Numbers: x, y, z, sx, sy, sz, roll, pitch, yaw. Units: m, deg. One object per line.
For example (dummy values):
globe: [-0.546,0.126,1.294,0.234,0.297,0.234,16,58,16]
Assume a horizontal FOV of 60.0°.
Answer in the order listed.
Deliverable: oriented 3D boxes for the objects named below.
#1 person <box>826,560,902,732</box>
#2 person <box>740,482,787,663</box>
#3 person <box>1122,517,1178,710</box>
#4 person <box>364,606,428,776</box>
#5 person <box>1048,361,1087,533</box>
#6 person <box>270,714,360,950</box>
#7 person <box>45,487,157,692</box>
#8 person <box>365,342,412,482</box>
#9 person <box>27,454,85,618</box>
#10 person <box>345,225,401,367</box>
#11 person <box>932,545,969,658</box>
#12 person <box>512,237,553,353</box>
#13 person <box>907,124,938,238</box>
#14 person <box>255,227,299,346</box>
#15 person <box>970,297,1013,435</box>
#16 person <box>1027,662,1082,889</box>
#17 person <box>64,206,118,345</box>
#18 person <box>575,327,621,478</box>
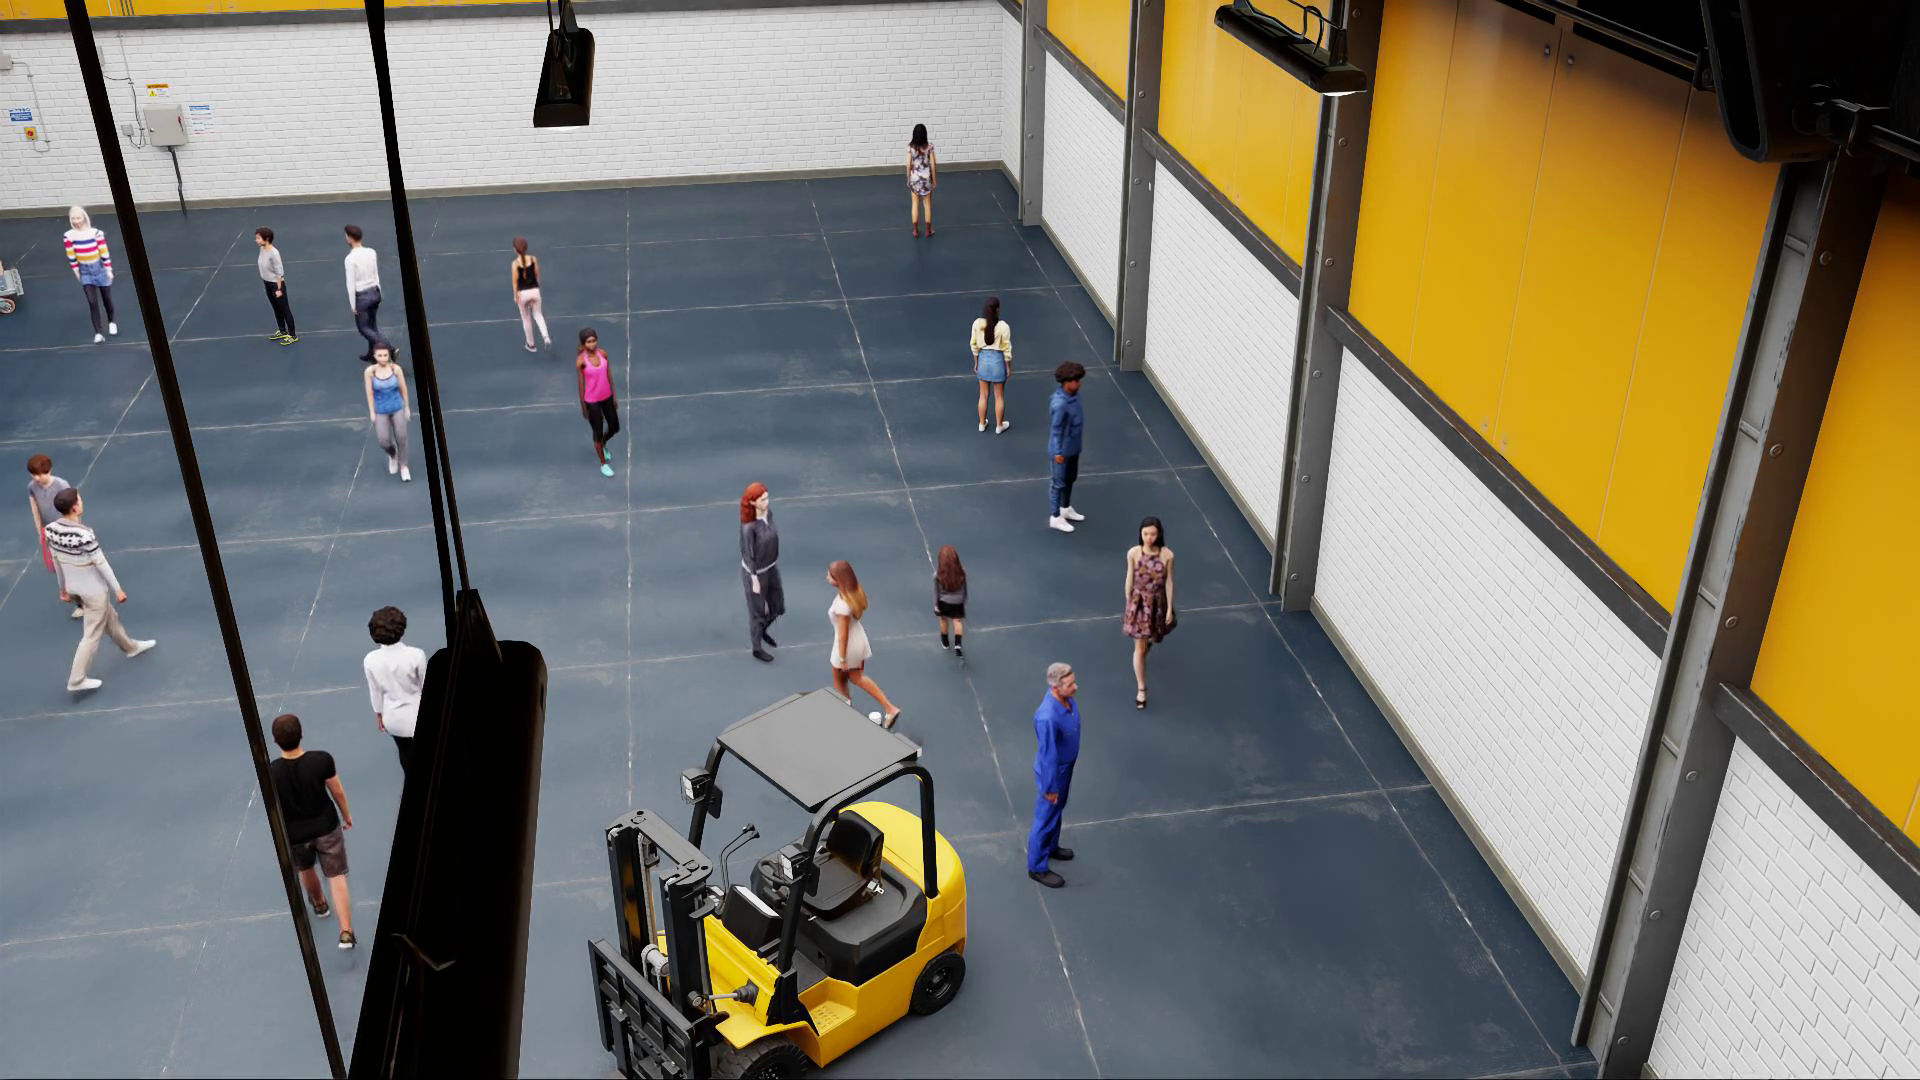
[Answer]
person: [-0.833,0.904,13.767,0.922,1.677,0.973,9,30,16]
person: [-1.848,0.278,14.823,0.762,1.766,0.694,16,33,27]
person: [1.637,0.565,14.315,0.817,1.748,1.113,3,29,6]
person: [-4.280,1.362,12.808,0.631,1.792,0.935,-4,29,-8]
person: [1.074,-0.977,17.085,0.830,1.803,0.758,17,33,28]
person: [-4.478,2.044,11.511,0.879,1.837,1.227,-12,31,-20]
person: [-7.626,0.470,14.422,1.168,1.812,1.315,13,31,23]
person: [-6.210,-1.416,18.103,0.624,1.599,0.670,-10,30,-17]
person: [-8.421,-0.110,15.667,0.702,1.637,0.890,2,29,4]
person: [-7.345,-2.992,20.739,1.115,1.841,1.088,16,33,27]
person: [-0.074,0.557,15.013,0.480,1.093,0.686,-5,29,-8]
person: [-5.483,-3.119,21.266,0.726,1.558,0.859,-20,34,-32]
person: [-0.600,-5.504,25.457,0.648,1.732,0.583,2,29,4]
person: [-8.919,-3.337,21.671,0.595,1.553,0.679,24,37,36]
person: [0.365,-2.019,19.172,0.726,1.633,0.728,9,30,16]
person: [0.689,1.675,12.197,0.860,1.828,0.692,9,30,15]
person: [-11.297,-3.501,21.746,0.750,1.770,1.067,-10,30,-17]
person: [-4.002,-1.550,18.223,0.749,1.718,0.832,-21,35,-33]
